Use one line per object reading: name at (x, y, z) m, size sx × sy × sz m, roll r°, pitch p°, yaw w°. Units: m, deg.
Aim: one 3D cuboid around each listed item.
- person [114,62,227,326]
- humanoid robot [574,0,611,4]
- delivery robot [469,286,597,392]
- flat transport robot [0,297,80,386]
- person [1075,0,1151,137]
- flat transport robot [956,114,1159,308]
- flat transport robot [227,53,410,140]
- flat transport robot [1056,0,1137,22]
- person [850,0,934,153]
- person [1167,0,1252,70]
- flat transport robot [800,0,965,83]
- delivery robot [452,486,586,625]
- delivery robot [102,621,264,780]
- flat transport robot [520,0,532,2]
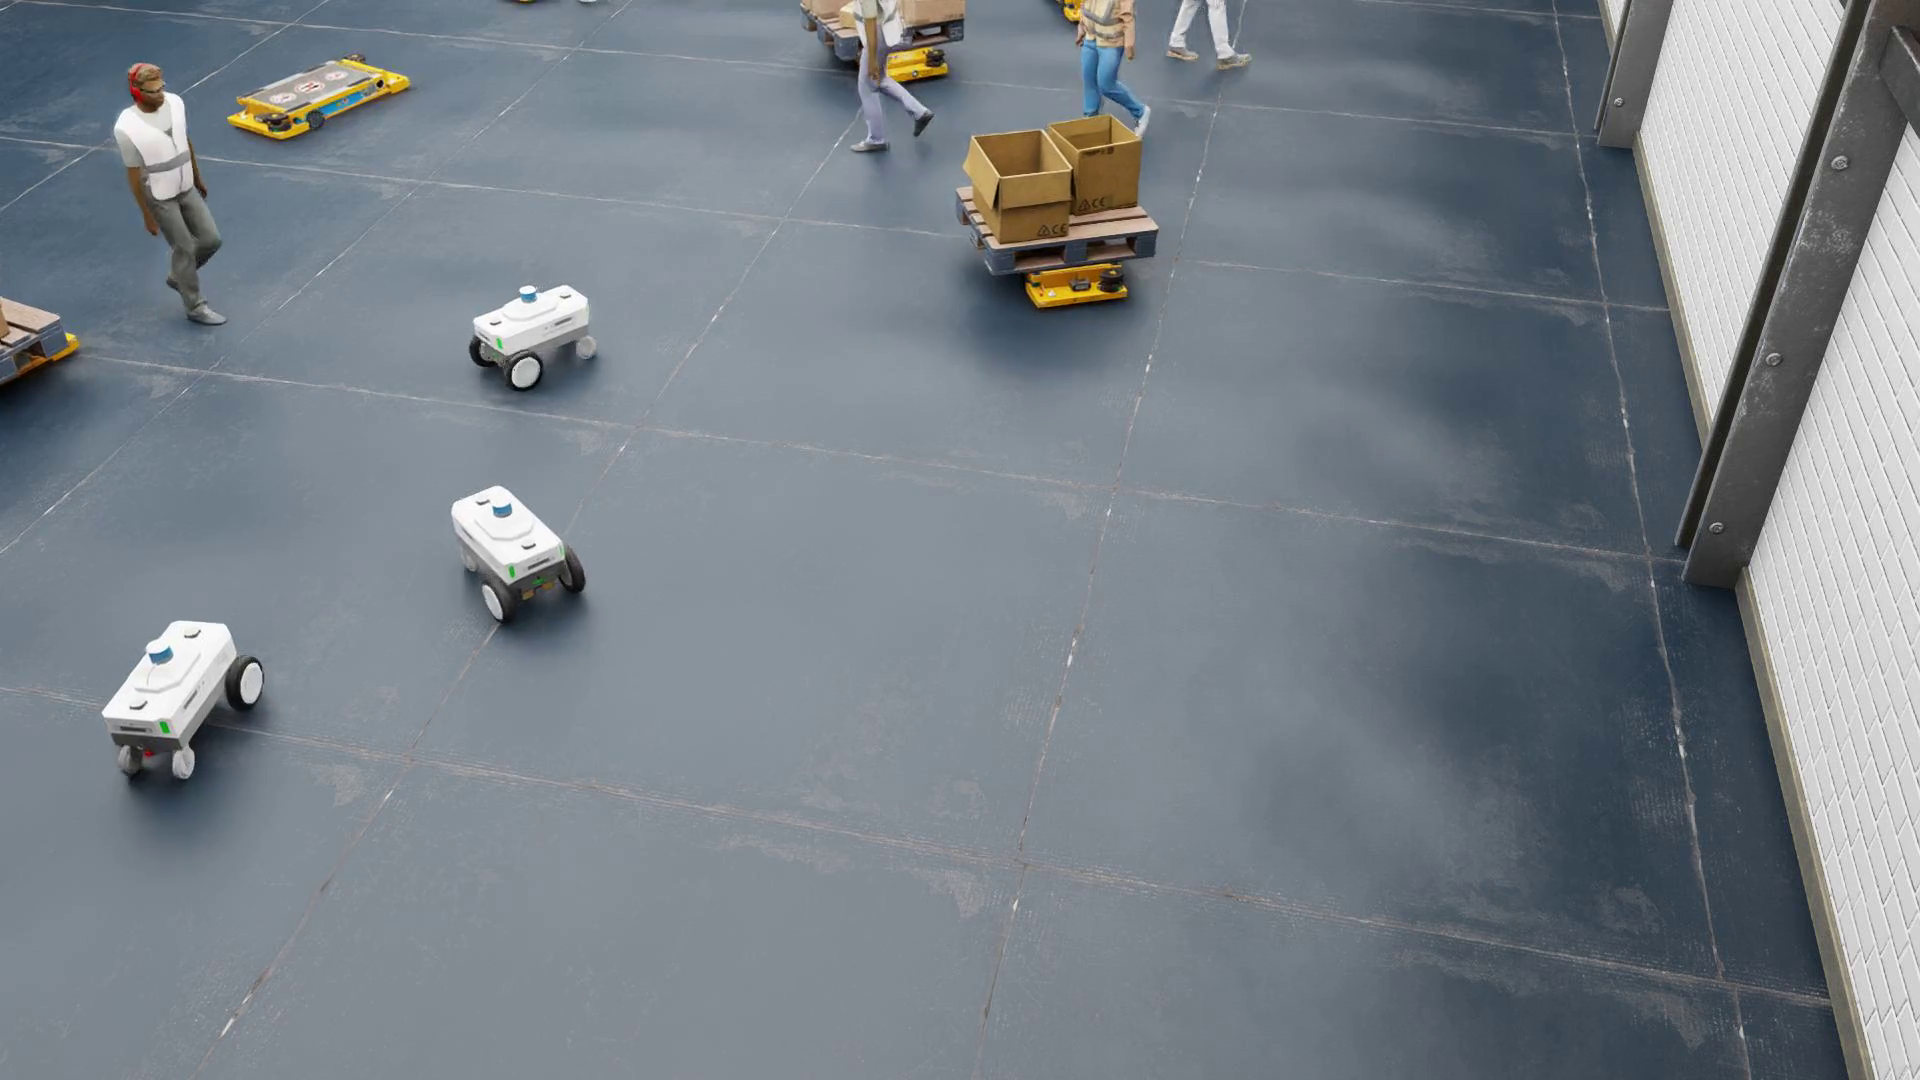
person at (-5.197, -2.273, 10.961) m, size 0.442 × 1.822 × 0.591 m, roll 10°, pitch 38°, yaw 13°
humanoid robot at (-3.651, -6.026, 16.087) m, size 0.544 × 1.815 × 0.717 m, roll -17°, pitch 40°, yaw -21°
delivery robot at (-2.779, -1.353, 10.790) m, size 0.781 × 0.595 × 0.499 m, roll -29°, pitch 46°, yaw -33°
flat transport robot at (-6.466, -1.057, 10.633) m, size 0.659 × 0.231 × 1.431 m, roll 17°, pitch 40°, yaw 21°
person at (1.222, -4.062, 13.446) m, size 0.557 × 1.697 × 0.504 m, roll -20°, pitch 41°, yaw -25°
flat transport robot at (0.665, -2.112, 12.045) m, size 0.659 × 0.231 × 1.431 m, roll -9°, pitch 38°, yaw -12°
flat transport robot at (-5.526, -3.831, 14.345) m, size 0.659 × 0.231 × 1.431 m, roll 20°, pitch 41°, yaw 25°
flat transport robot at (1.244, -5.496, 16.574) m, size 0.659 × 0.231 × 1.431 m, roll -7°, pitch 37°, yaw -10°
person at (-0.596, -3.955, 13.226) m, size 0.634 × 1.806 × 0.606 m, roll 3°, pitch 37°, yaw 4°
person at (2.308, -5.154, 14.796) m, size 0.897 × 1.845 × 0.579 m, roll 12°, pitch 38°, yaw 16°
flat transport robot at (-0.714, -4.563, 15.325) m, size 0.659 × 0.231 × 1.431 m, roll -16°, pitch 40°, yaw -21°
delivery robot at (-2.404, 0.051, 8.927) m, size 0.499 × 0.613 × 0.811 m, roll -27°, pitch 44°, yaw -31°
delivery robot at (-3.771, 0.717, 8.001) m, size 0.499 × 0.572 × 0.747 m, roll 4°, pitch 37°, yaw 5°
flat transport robot at (-4.233, -5.845, 17.041) m, size 0.659 × 0.231 × 1.431 m, roll 18°, pitch 40°, yaw 22°
